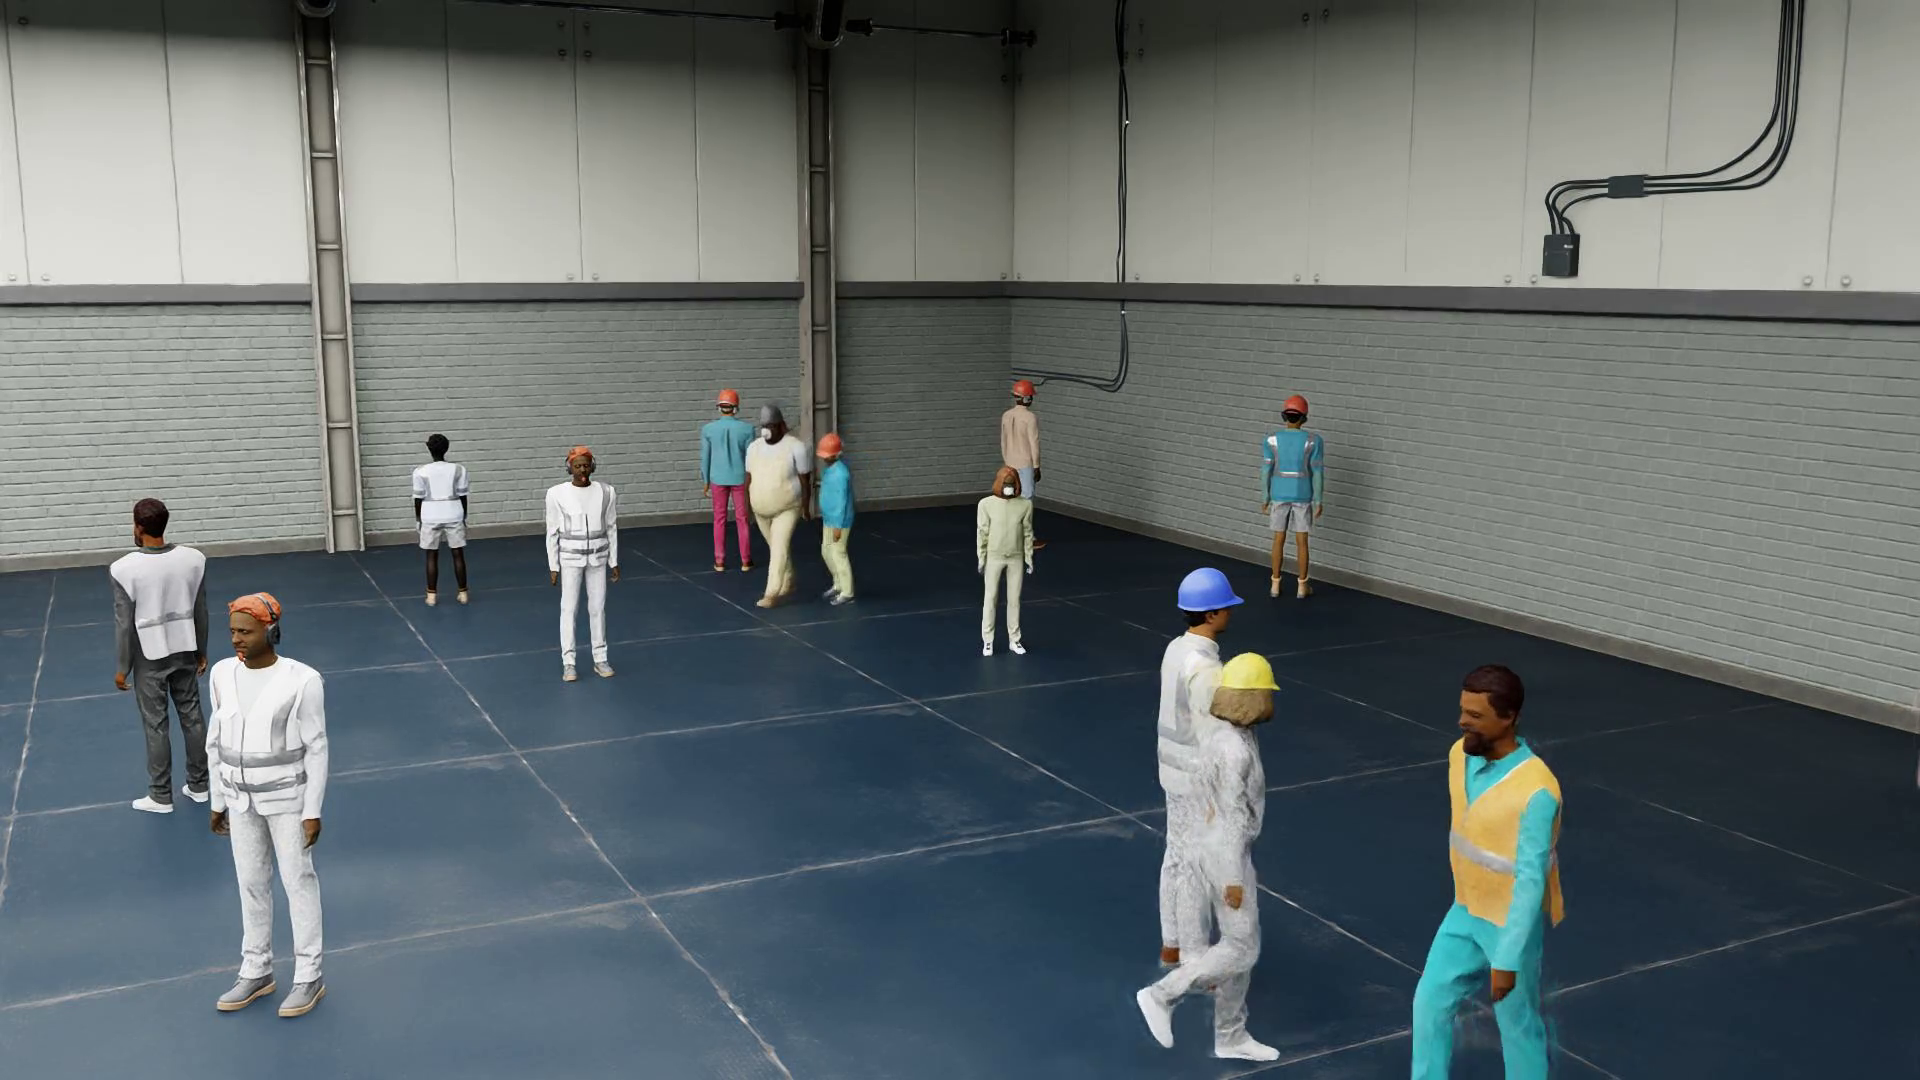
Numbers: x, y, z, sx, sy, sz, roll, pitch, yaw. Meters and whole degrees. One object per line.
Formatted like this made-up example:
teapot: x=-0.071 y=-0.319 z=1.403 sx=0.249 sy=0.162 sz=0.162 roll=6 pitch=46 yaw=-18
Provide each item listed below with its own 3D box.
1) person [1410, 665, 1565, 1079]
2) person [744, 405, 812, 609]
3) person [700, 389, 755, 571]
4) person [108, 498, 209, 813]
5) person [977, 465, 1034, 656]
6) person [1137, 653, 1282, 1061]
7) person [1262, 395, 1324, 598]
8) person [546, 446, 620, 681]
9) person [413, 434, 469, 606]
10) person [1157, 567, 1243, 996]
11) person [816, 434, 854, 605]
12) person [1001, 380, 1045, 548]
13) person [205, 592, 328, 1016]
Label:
person: x=1.805 y=1.380 z=5.972 sx=0.817 sy=1.889 sz=0.629 roll=-3 pitch=10 yaw=-16
person: x=-1.823 y=-0.394 z=16.453 sx=0.682 sy=2.000 sz=1.055 roll=4 pitch=10 yaw=24
person: x=-2.521 y=-0.653 z=18.189 sx=0.612 sy=1.994 sz=0.394 roll=0 pitch=9 yaw=-2
person: x=-4.837 y=0.697 z=10.104 sx=0.392 sy=1.922 sz=0.593 roll=6 pitch=11 yaw=33
person: x=0.388 y=0.175 z=14.203 sx=0.498 sy=1.633 sz=0.282 roll=-2 pitch=9 yaw=-12
person: x=1.058 y=1.318 z=6.869 sx=0.510 sy=1.718 sz=0.515 roll=1 pitch=9 yaw=8
person: x=3.338 y=-0.435 z=16.700 sx=0.614 sy=2.042 sz=0.373 roll=3 pitch=10 yaw=18
person: x=-3.026 y=0.185 z=13.375 sx=0.580 sy=1.881 sz=0.352 roll=-5 pitch=10 yaw=-27
person: x=-5.085 y=-0.196 z=16.326 sx=0.536 sy=1.691 sz=0.320 roll=-4 pitch=10 yaw=-23
person: x=1.090 y=1.089 z=7.594 sx=0.379 sy=1.950 sz=0.609 roll=-1 pitch=9 yaw=-8
person: x=-1.230 y=-0.200 z=16.270 sx=0.445 sy=1.706 sz=0.597 roll=-4 pitch=10 yaw=-22
person: x=0.742 y=-0.892 z=19.663 sx=0.377 sy=1.995 sz=0.608 roll=-8 pitch=12 yaw=-40
person: x=-3.064 y=1.163 z=7.351 sx=0.575 sy=1.882 sz=0.355 roll=2 pitch=9 yaw=13
